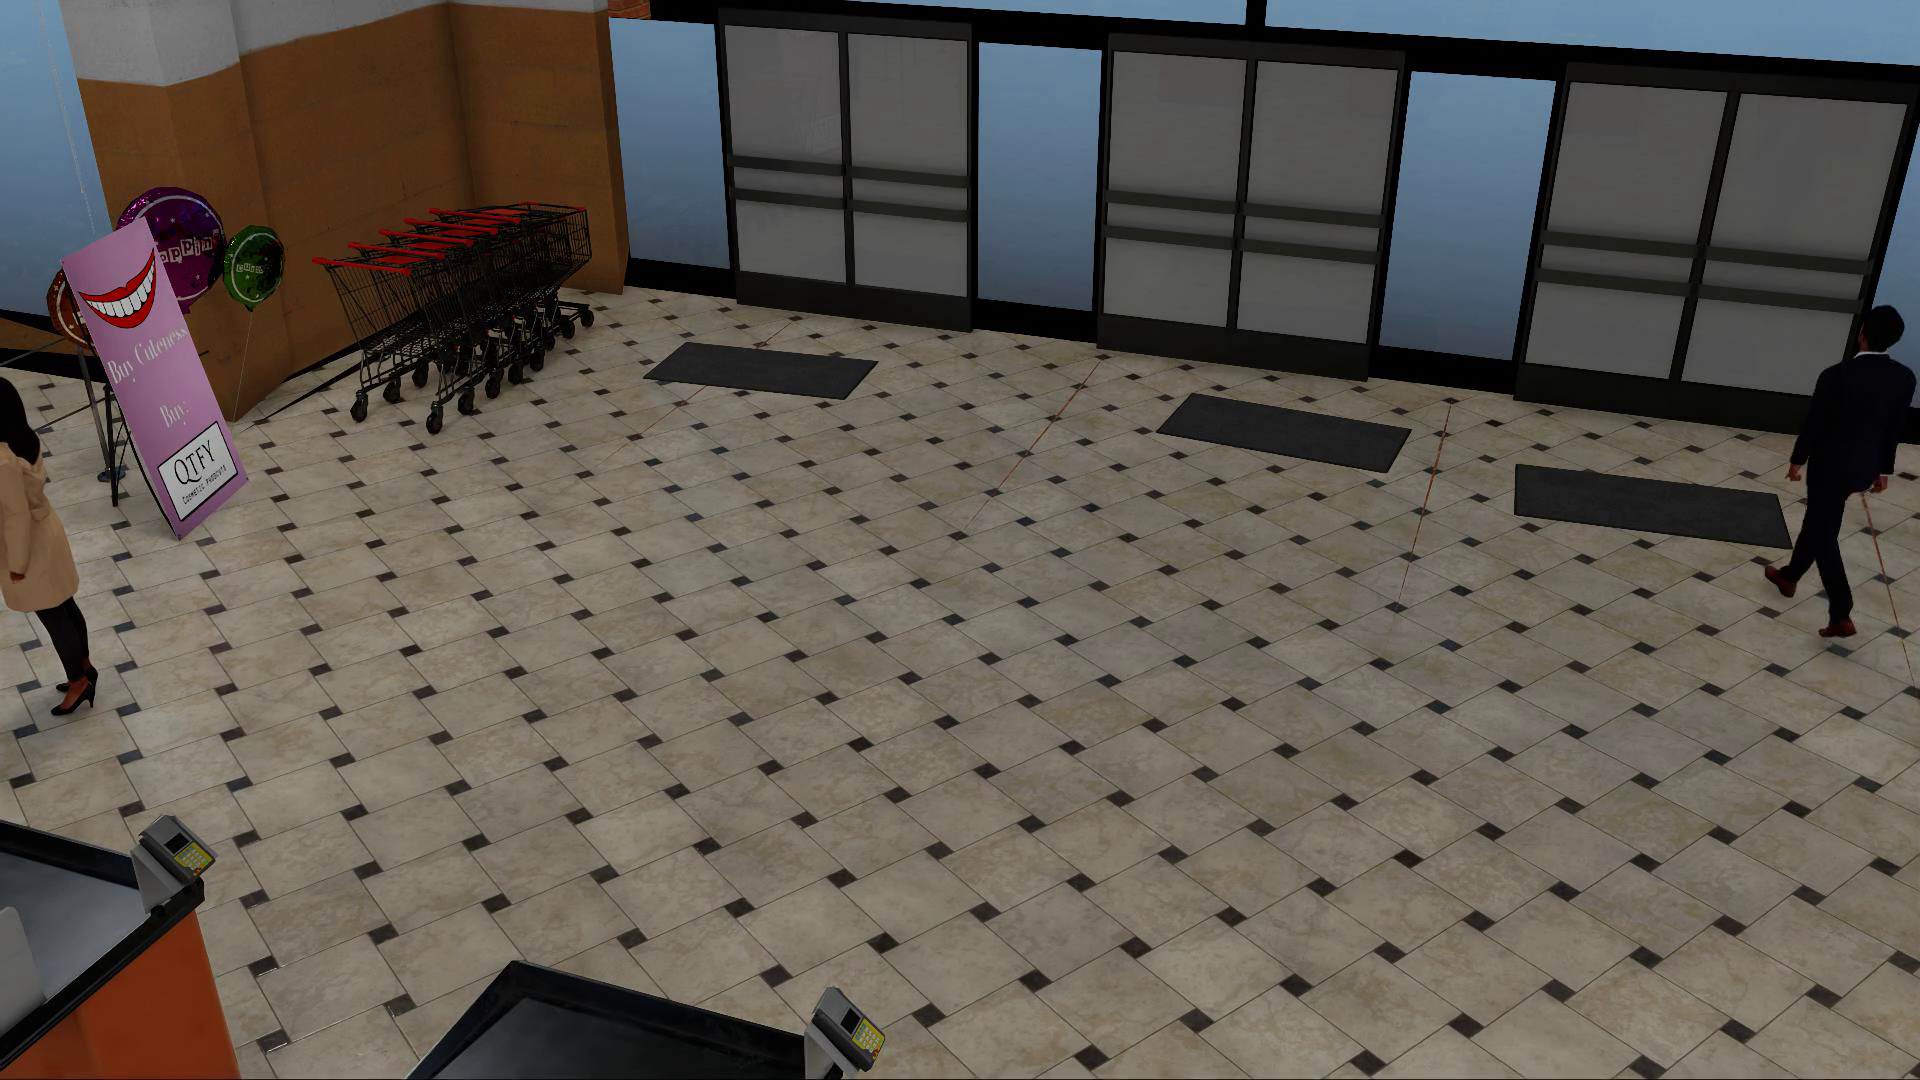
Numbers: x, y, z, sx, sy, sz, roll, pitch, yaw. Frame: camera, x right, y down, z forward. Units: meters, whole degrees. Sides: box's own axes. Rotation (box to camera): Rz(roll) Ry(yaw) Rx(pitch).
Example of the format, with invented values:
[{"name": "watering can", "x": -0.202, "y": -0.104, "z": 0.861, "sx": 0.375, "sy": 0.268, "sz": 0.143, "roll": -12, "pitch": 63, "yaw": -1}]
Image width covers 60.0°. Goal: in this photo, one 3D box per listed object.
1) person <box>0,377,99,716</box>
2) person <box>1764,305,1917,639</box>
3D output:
[{"name": "person", "x": -4.291, "y": 0.029, "z": 7.719, "sx": 0.767, "sy": 1.682, "sz": 0.669, "roll": -8, "pitch": 28, "yaw": -15}, {"name": "person", "x": 4.462, "y": -0.303, "z": 8.365, "sx": 0.944, "sy": 1.691, "sz": 1.208, "roll": -2, "pitch": 27, "yaw": -3}]
